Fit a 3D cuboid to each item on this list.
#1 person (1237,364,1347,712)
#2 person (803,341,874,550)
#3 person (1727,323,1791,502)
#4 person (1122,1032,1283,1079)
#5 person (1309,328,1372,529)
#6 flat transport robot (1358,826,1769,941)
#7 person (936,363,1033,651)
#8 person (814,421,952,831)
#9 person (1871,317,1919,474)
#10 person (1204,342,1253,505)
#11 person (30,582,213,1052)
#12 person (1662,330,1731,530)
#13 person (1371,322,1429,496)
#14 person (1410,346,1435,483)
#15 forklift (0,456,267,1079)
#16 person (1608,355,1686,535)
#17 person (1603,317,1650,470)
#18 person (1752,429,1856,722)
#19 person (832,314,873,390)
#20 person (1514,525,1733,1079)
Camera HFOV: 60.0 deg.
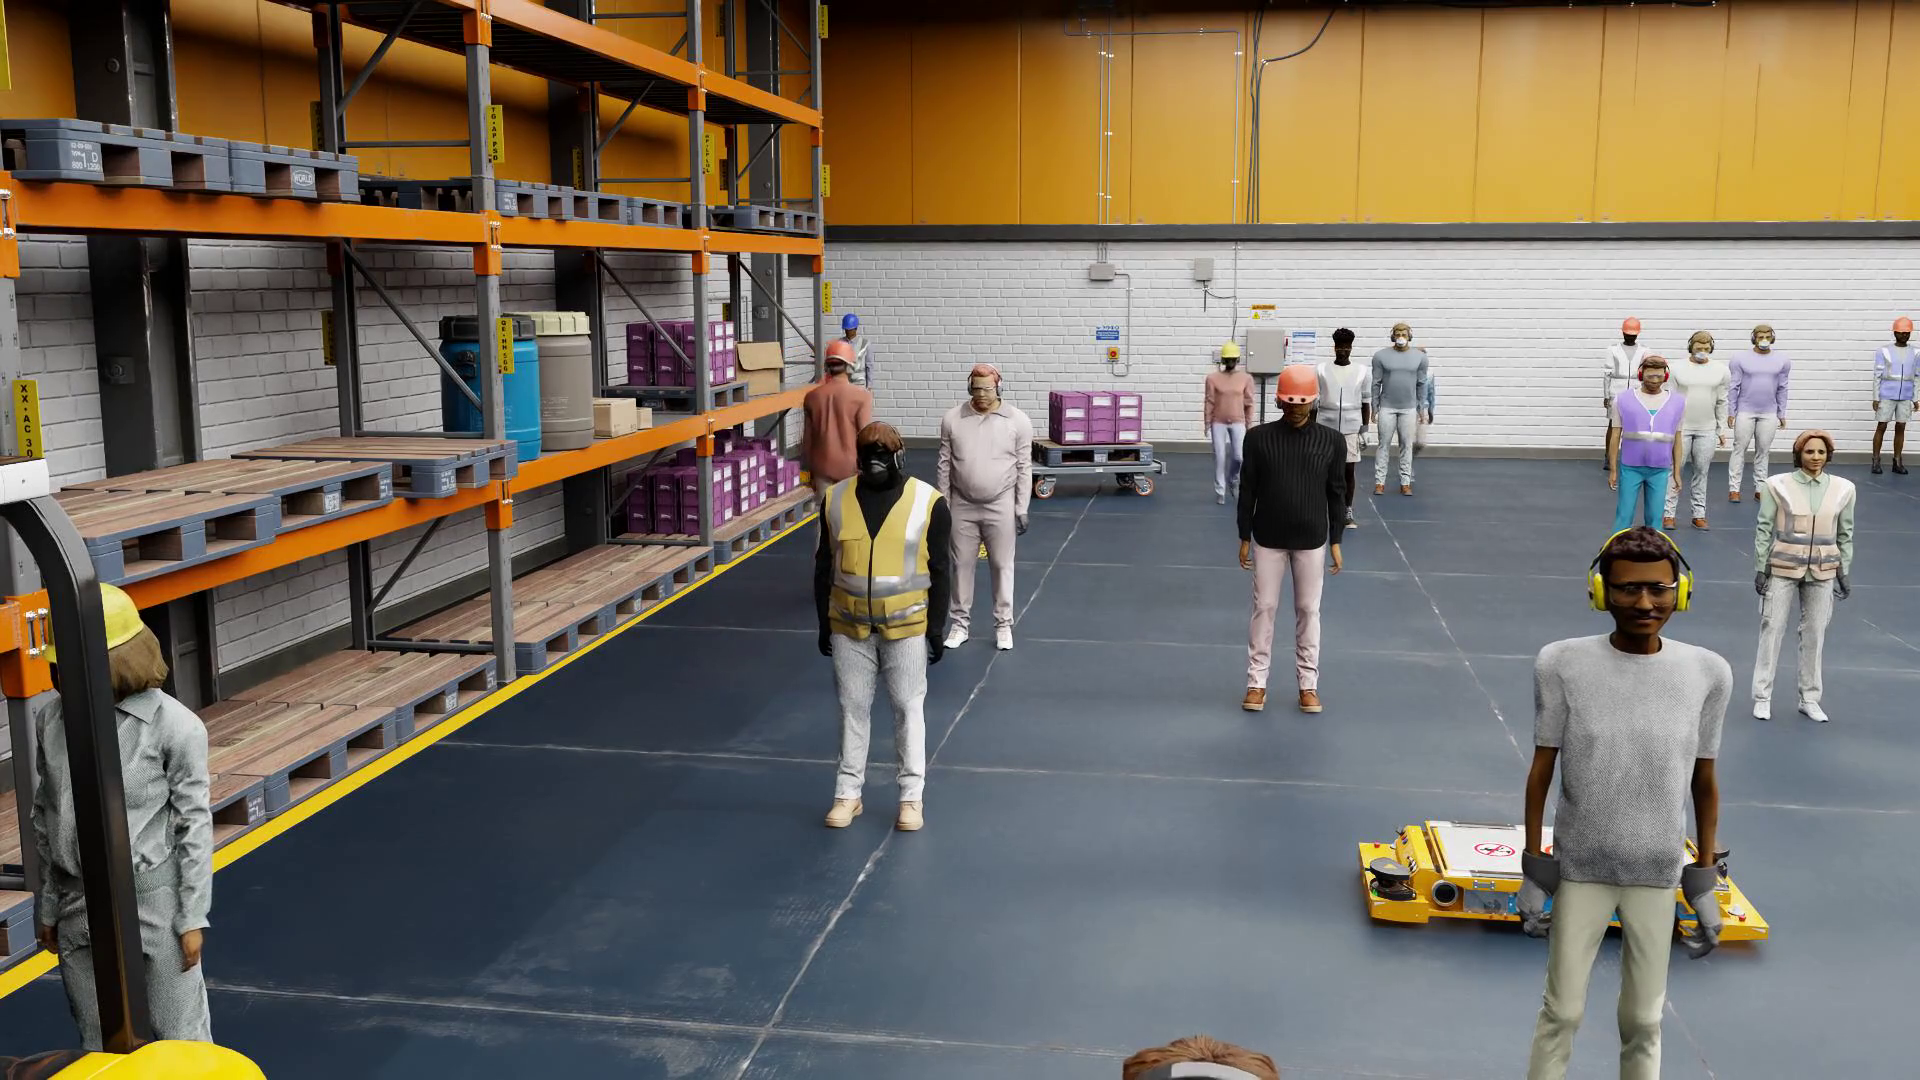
[{"bbox_3d":[1.877,-0.006,9.451,0.608,1.987,0.388,2,9,9],"label":"person"},{"bbox_3d":[-0.901,-0.548,12.874,0.639,1.953,0.836,3,10,20],"label":"person"},{"bbox_3d":[8.607,-1.362,17.967,0.628,1.940,0.373,2,9,9],"label":"person"},{"bbox_3d":[0.203,1.346,1.578,0.623,1.839,0.429,2,9,9],"label":"person"},{"bbox_3d":[3.690,-1.085,16.191,0.602,1.959,0.371,2,9,9],"label":"person"},{"bbox_3d":[2.325,1.321,6.541,1.431,0.197,0.652,1,9,9],"label":"flat transport robot"},{"bbox_3d":[0.153,-0.216,11.011,0.639,1.903,0.409,2,9,9],"label":"person"},{"bbox_3d":[-0.357,0.388,7.473,0.623,1.844,0.429,2,9,9],"label":"person"},{"bbox_3d":[11.551,-1.775,20.512,0.542,1.938,0.358,2,9,9],"label":"person"},{"bbox_3d":[2.880,-1.250,17.861,0.531,1.756,0.396,1,9,4],"label":"person"},{"bbox_3d":[-2.158,0.958,4.276,0.484,1.737,0.305,2,9,9],"label":"person"},{"bbox_3d":[7.094,-1.055,16.087,0.628,1.935,0.373,2,9,9],"label":"person"},{"bbox_3d":[4.889,-1.458,18.558,0.628,1.940,0.373,2,9,9],"label":"person"},{"bbox_3d":[5.363,-1.491,19.719,0.562,1.618,0.421,-2,9,-12],"label":"person"},{"bbox_3d":[-2.328,0.975,2.765,2.313,2.155,1.214,1,9,9],"label":"forklift"},{"bbox_3d":[5.475,-0.555,13.296,0.564,1.838,0.390,2,9,9],"label":"person"},{"bbox_3d":[8.356,-1.828,20.868,0.542,1.929,0.368,2,9,9],"label":"person"},{"bbox_3d":[4.686,0.197,9.267,0.511,1.641,0.308,2,9,9],"label":"person"},{"bbox_3d":[-1.454,-2.040,22.144,0.602,1.939,0.397,2,9,9],"label":"person"},{"bbox_3d":[1.715,0.883,4.328,0.510,1.872,0.329,2,9,9],"label":"person"}]
